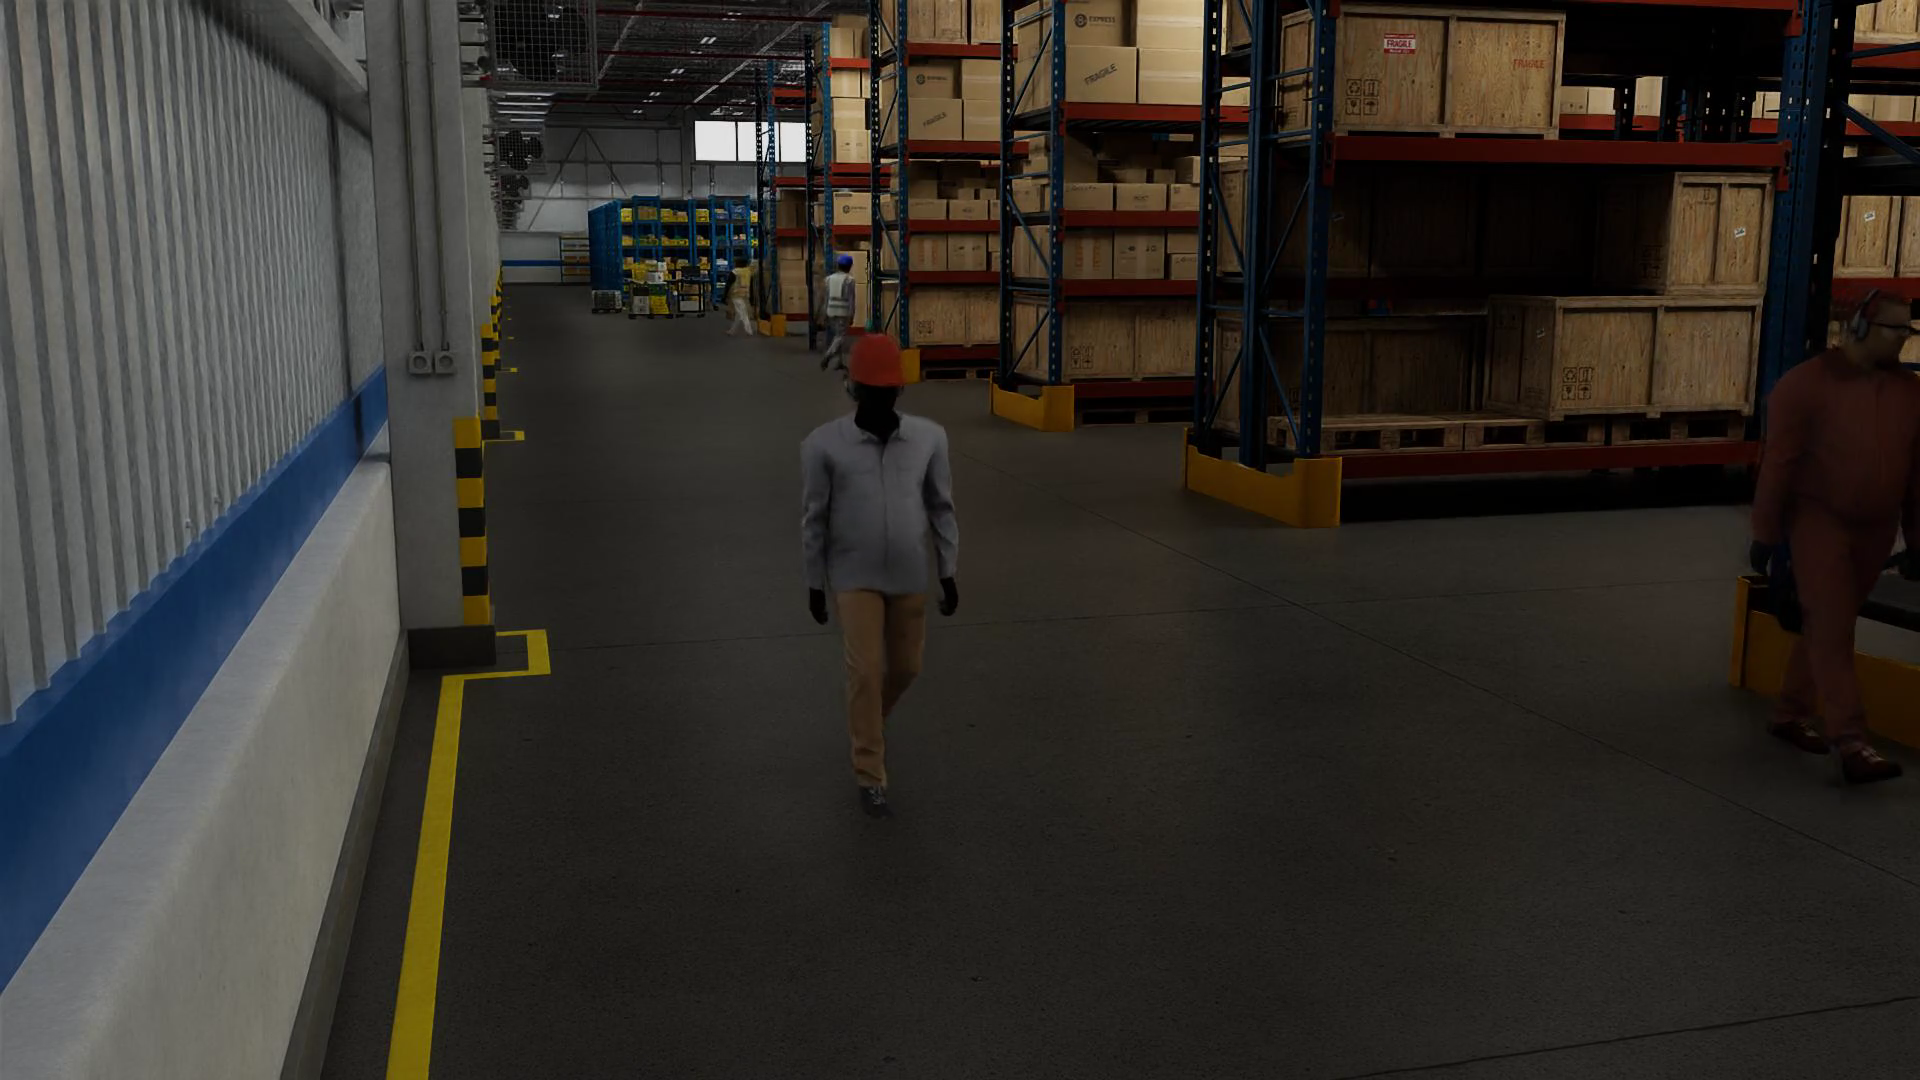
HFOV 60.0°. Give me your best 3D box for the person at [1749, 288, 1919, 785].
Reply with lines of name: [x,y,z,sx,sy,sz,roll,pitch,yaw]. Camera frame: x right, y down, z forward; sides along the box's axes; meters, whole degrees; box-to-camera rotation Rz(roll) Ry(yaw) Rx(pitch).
person: [3.443,-0.013,6.335,0.650,1.853,0.983,-2,10,-10]

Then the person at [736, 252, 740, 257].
person: [-8.686,-10.610,66.499,0.900,1.814,0.580,-3,10,-17]

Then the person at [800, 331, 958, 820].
person: [-0.315,0.092,6.132,0.568,1.731,0.720,-4,11,-20]

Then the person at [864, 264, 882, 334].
person: [-1.472,-4.113,29.960,0.919,1.720,0.530,3,10,15]

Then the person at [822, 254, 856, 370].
person: [-2.007,-3.690,27.017,0.636,1.914,0.744,8,13,37]

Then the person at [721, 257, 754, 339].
person: [-4.866,-5.312,36.586,0.998,1.788,0.632,7,12,35]
